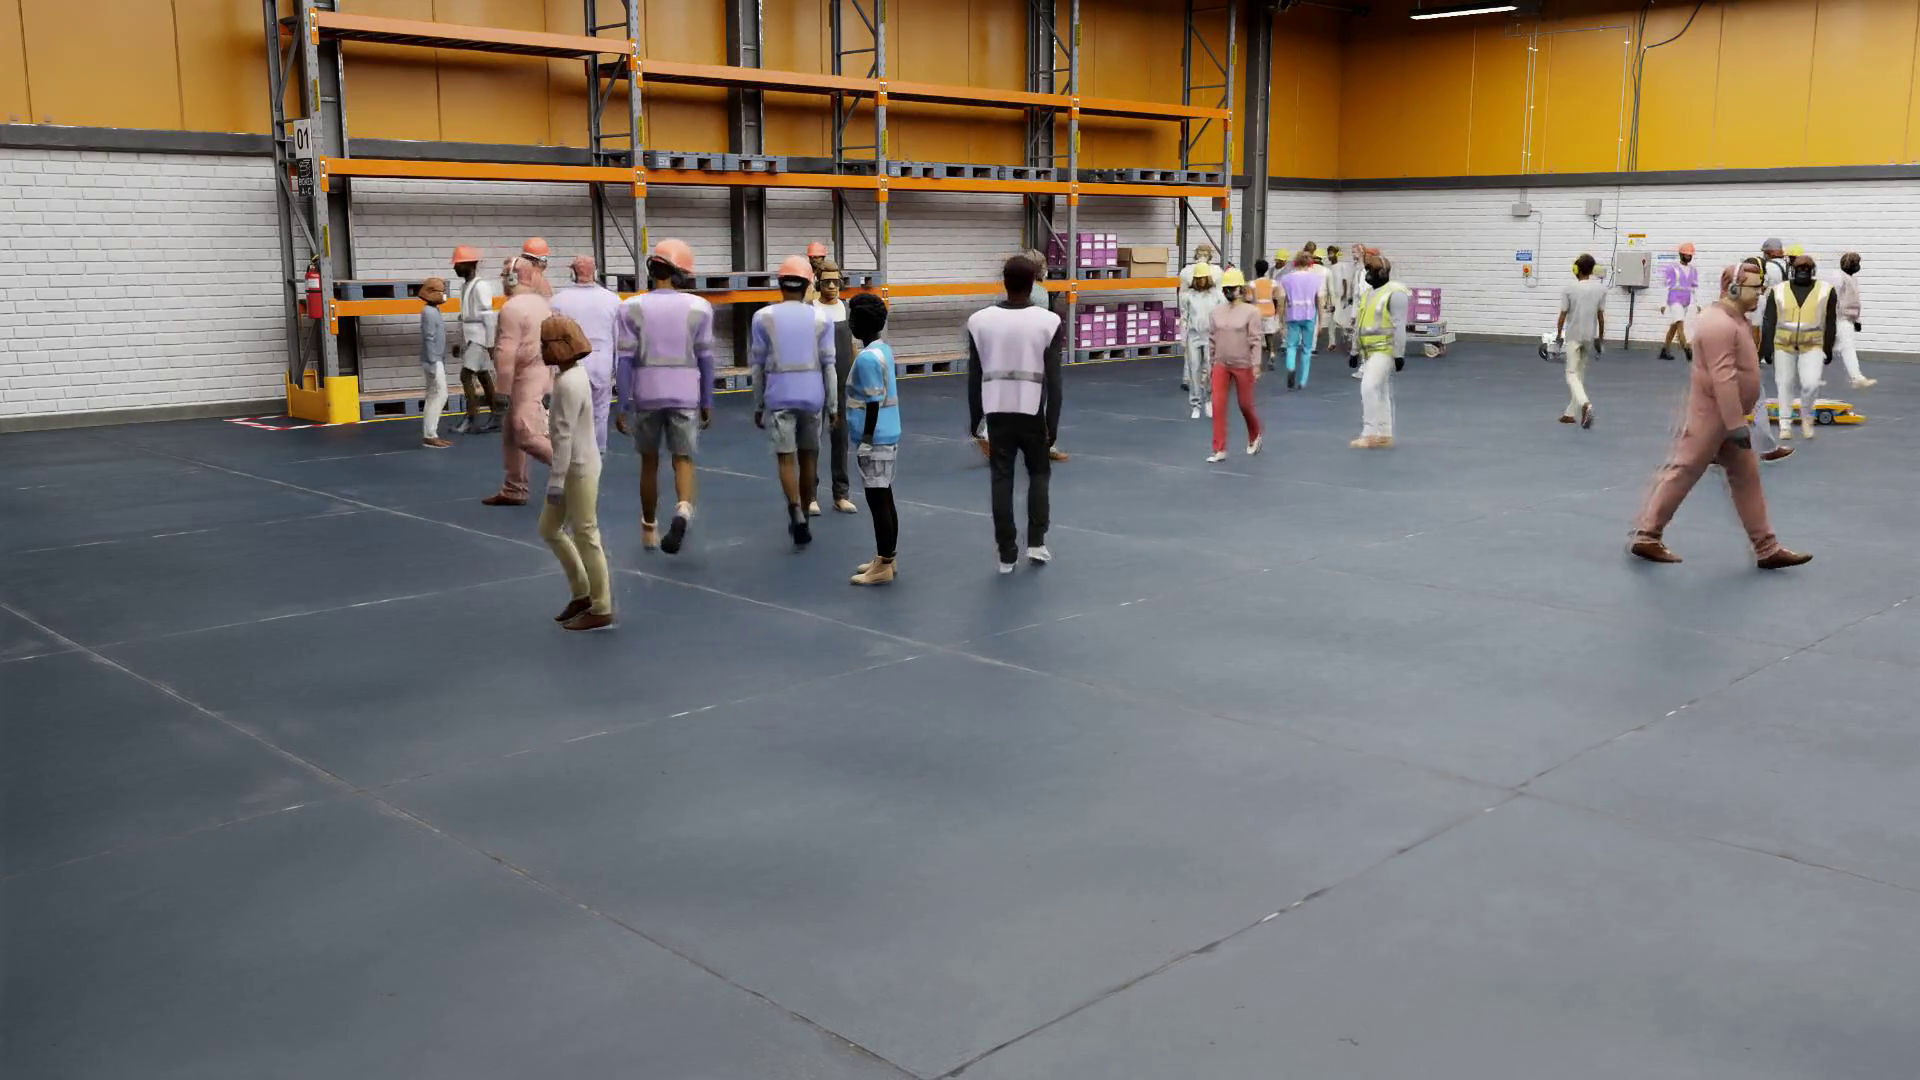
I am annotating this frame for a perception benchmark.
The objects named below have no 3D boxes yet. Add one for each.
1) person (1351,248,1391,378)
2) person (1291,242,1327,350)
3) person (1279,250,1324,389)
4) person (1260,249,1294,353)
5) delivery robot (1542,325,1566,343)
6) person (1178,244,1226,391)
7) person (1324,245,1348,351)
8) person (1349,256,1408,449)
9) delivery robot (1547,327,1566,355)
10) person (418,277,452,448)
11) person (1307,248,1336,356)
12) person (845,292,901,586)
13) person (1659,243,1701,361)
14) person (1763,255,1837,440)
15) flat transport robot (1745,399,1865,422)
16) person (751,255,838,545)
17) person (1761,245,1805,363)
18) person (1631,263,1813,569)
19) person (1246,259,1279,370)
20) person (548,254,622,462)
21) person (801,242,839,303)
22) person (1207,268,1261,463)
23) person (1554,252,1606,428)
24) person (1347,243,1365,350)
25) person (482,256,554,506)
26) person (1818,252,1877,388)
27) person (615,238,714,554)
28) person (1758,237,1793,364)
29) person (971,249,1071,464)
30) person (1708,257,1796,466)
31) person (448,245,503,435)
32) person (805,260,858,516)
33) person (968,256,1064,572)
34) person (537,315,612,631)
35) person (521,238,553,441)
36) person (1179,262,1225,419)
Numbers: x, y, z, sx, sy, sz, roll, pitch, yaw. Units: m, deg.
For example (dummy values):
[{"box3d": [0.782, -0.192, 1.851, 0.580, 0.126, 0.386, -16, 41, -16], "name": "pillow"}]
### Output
[{"box3d": [5.925, -3.240, 23.754, 0.866, 1.859, 0.623, -8, 13, -37], "name": "person"}, {"box3d": [6.249, -4.345, 29.632, 0.646, 1.893, 0.927, 8, 13, 39], "name": "person"}, {"box3d": [4.464, -2.864, 21.754, 0.578, 1.828, 0.576, 2, 11, 12], "name": "person"}, {"box3d": [5.360, -4.064, 28.409, 0.820, 1.781, 0.627, -7, 12, -32], "name": "person"}, {"box3d": [9.878, -3.259, 27.116, 0.707, 0.478, 0.477, 6, 12, 29], "name": "delivery robot"}, {"box3d": [3.126, -2.887, 21.685, 0.646, 1.893, 0.959, 3, 11, 18], "name": "person"}, {"box3d": [6.615, -4.254, 29.266, 0.464, 1.846, 0.548, -9, 13, -39], "name": "person"}, {"box3d": [3.886, -1.773, 15.801, 0.681, 1.819, 0.664, -3, 11, -16], "name": "person"}, {"box3d": [9.609, -3.159, 26.568, 0.477, 0.478, 0.707, 6, 12, 28], "name": "delivery robot"}, {"box3d": [-5.021, -1.690, 15.891, 0.281, 1.622, 0.503, -3, 11, -18], "name": "person"}, {"box3d": [6.040, -4.024, 28.163, 0.655, 1.795, 0.817, 7, 13, 34], "name": "person"}, {"box3d": [-0.506, -0.583, 9.659, 0.317, 1.697, 0.540, 1, 10, 6], "name": "person"}, {"box3d": [11.674, -3.818, 26.771, 0.575, 1.884, 0.983, -4, 11, -20], "name": "person"}, {"box3d": [8.293, -1.894, 16.459, 0.640, 1.829, 0.460, 6, 12, 31], "name": "person"}, {"box3d": [8.972, -1.420, 18.114, 1.431, 0.197, 0.652, 1, 10, 6], "name": "flat transport robot"}, {"box3d": [-1.067, -0.907, 10.880, 0.552, 1.903, 0.763, -3, 11, -15], "name": "person"}, {"box3d": [13.007, -3.692, 26.144, 1.000, 1.881, 0.608, 10, 14, 43], "name": "person"}, {"box3d": [4.638, -0.739, 10.098, 1.015, 1.856, 0.639, 8, 13, 36], "name": "person"}, {"box3d": [4.558, -3.392, 25.041, 0.531, 1.670, 0.757, -1, 10, -4], "name": "person"}, {"box3d": [-3.113, -1.444, 13.885, 0.654, 1.869, 0.941, -3, 11, -18], "name": "person"}, {"box3d": [-1.719, -2.603, 20.009, 0.545, 1.942, 0.352, 3, 11, 15], "name": "person"}, {"box3d": [2.500, -1.591, 15.046, 0.530, 1.736, 0.801, 6, 12, 31], "name": "person"}, {"box3d": [6.580, -2.111, 17.602, 0.519, 1.849, 0.806, -1, 10, -6], "name": "person"}, {"box3d": [7.072, -4.314, 29.530, 0.574, 1.877, 0.671, 2, 11, 9], "name": "person"}, {"box3d": [-3.156, -1.152, 12.290, 0.836, 1.872, 0.635, 1, 10, 4], "name": "person"}, {"box3d": [11.787, -2.927, 22.199, 0.939, 1.798, 0.630, 9, 14, 40], "name": "person"}, {"box3d": [-1.854, -0.885, 10.473, 0.634, 2.016, 0.814, -2, 11, -12], "name": "person"}, {"box3d": [11.661, -3.360, 23.866, 0.687, 2.000, 0.918, -7, 13, -34], "name": "person"}, {"box3d": [0.532, -1.592, 14.618, 0.904, 1.909, 0.635, -3, 11, -14], "name": "person"}, {"box3d": [6.950, -1.556, 14.604, 0.933, 1.825, 0.557, -3, 11, -17], "name": "person"}, {"box3d": [-5.011, -2.020, 16.898, 0.766, 1.909, 0.574, -7, 12, -33], "name": "person"}, {"box3d": [-0.953, -1.098, 12.064, 0.516, 1.843, 0.327, -5, 12, -26], "name": "person"}, {"box3d": [0.338, -0.770, 10.154, 0.602, 1.896, 0.651, 2, 11, 9], "name": "person"}, {"box3d": [-1.986, -0.325, 8.460, 0.428, 1.618, 0.500, -3, 11, -15], "name": "person"}, {"box3d": [-4.094, -1.933, 16.203, 0.373, 1.996, 0.621, -8, 13, -38], "name": "person"}, {"box3d": [2.666, -2.189, 18.340, 0.506, 1.725, 0.462, 2, 11, 9], "name": "person"}]
